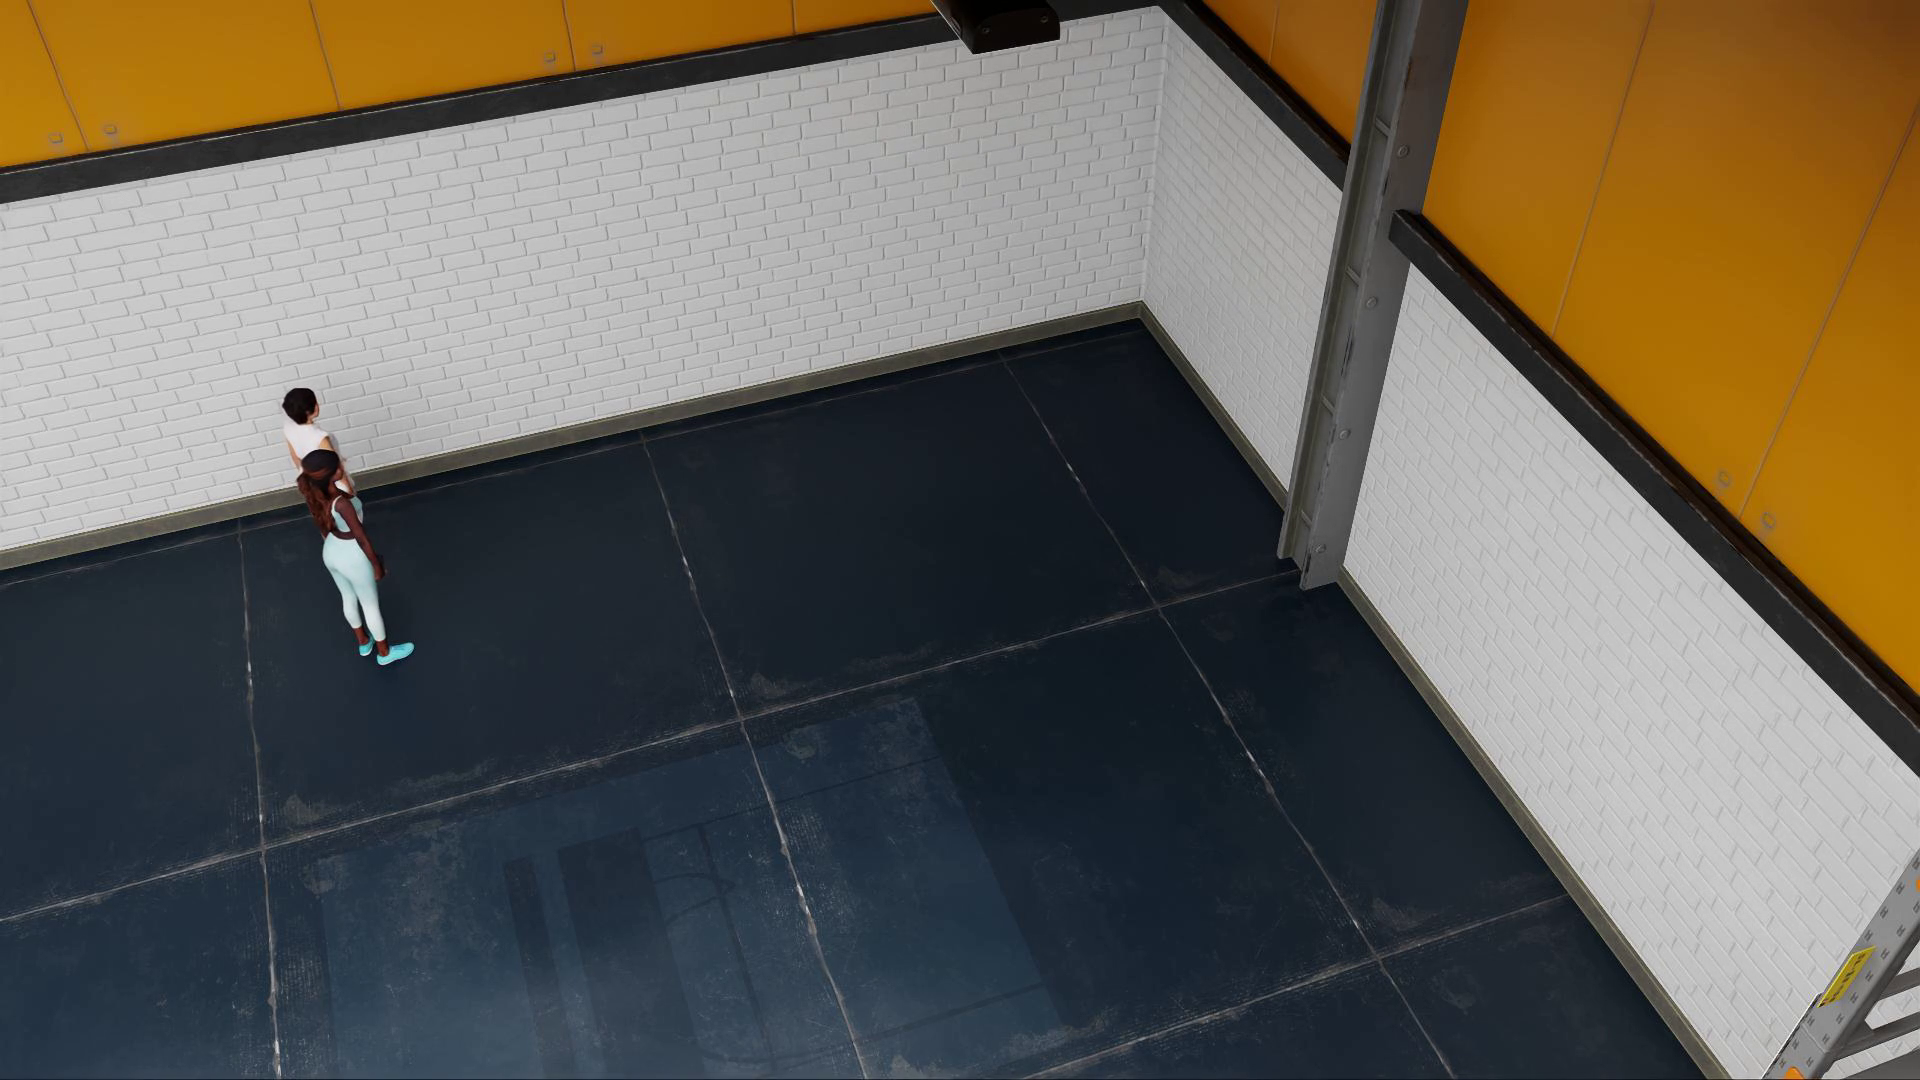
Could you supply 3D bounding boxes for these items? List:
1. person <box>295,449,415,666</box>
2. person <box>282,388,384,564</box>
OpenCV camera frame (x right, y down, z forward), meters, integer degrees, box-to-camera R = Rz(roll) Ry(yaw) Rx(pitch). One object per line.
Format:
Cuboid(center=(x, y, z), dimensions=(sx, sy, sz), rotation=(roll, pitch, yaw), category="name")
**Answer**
Cuboid(center=(-3.947, 0.119, 10.745), dimensions=(0.643, 1.726, 0.715), rotation=(22, 48, 22), category="person")
Cuboid(center=(-4.347, -0.392, 11.407), dimensions=(0.641, 1.552, 0.693), rotation=(16, 46, 16), category="person")
